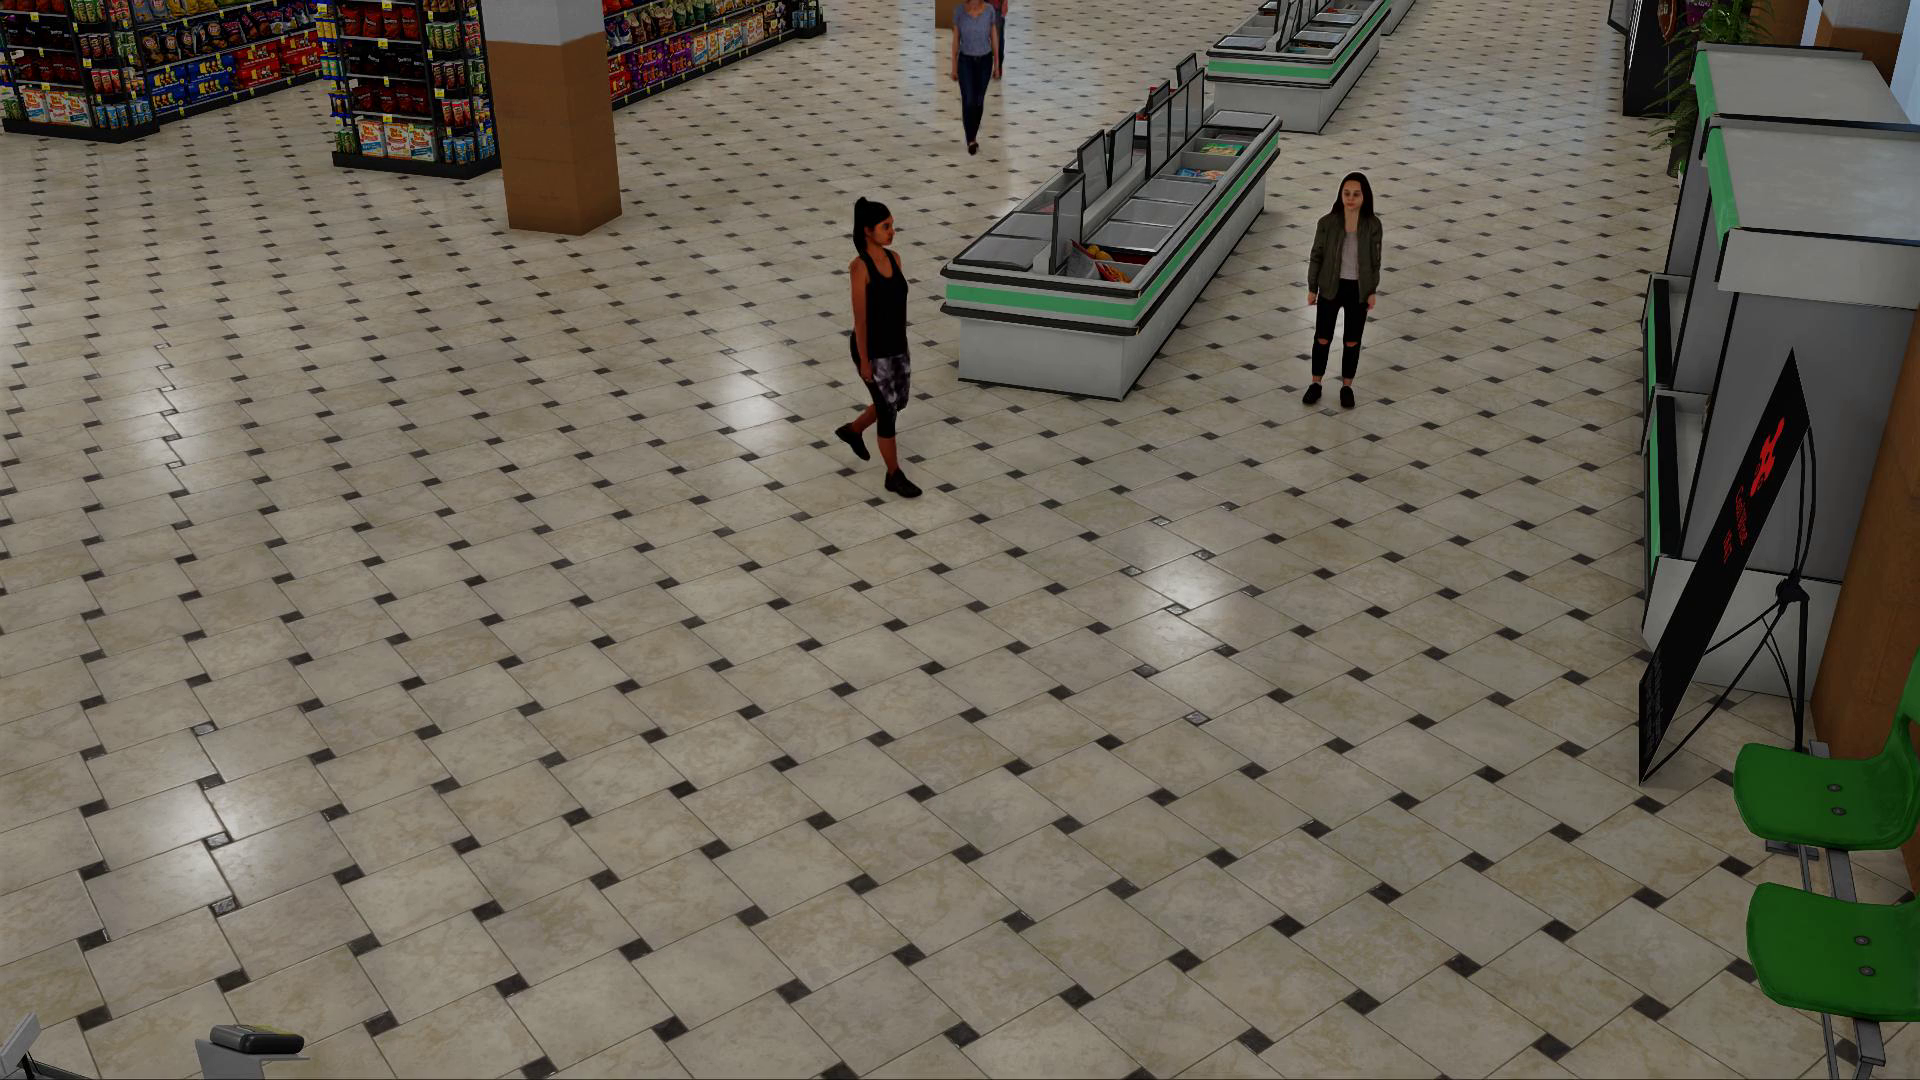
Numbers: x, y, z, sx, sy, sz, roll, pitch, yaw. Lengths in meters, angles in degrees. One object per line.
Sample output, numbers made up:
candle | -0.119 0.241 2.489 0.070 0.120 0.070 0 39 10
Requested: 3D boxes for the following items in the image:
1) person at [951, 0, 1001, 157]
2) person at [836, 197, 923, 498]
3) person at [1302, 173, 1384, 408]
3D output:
person | 0.134 -4.627 16.163 0.921 1.687 1.132 -4 27 -7
person | -0.483 -1.068 9.188 0.778 1.649 0.874 16 31 29
person | 2.385 -1.549 10.330 0.605 1.475 0.523 6 28 12
